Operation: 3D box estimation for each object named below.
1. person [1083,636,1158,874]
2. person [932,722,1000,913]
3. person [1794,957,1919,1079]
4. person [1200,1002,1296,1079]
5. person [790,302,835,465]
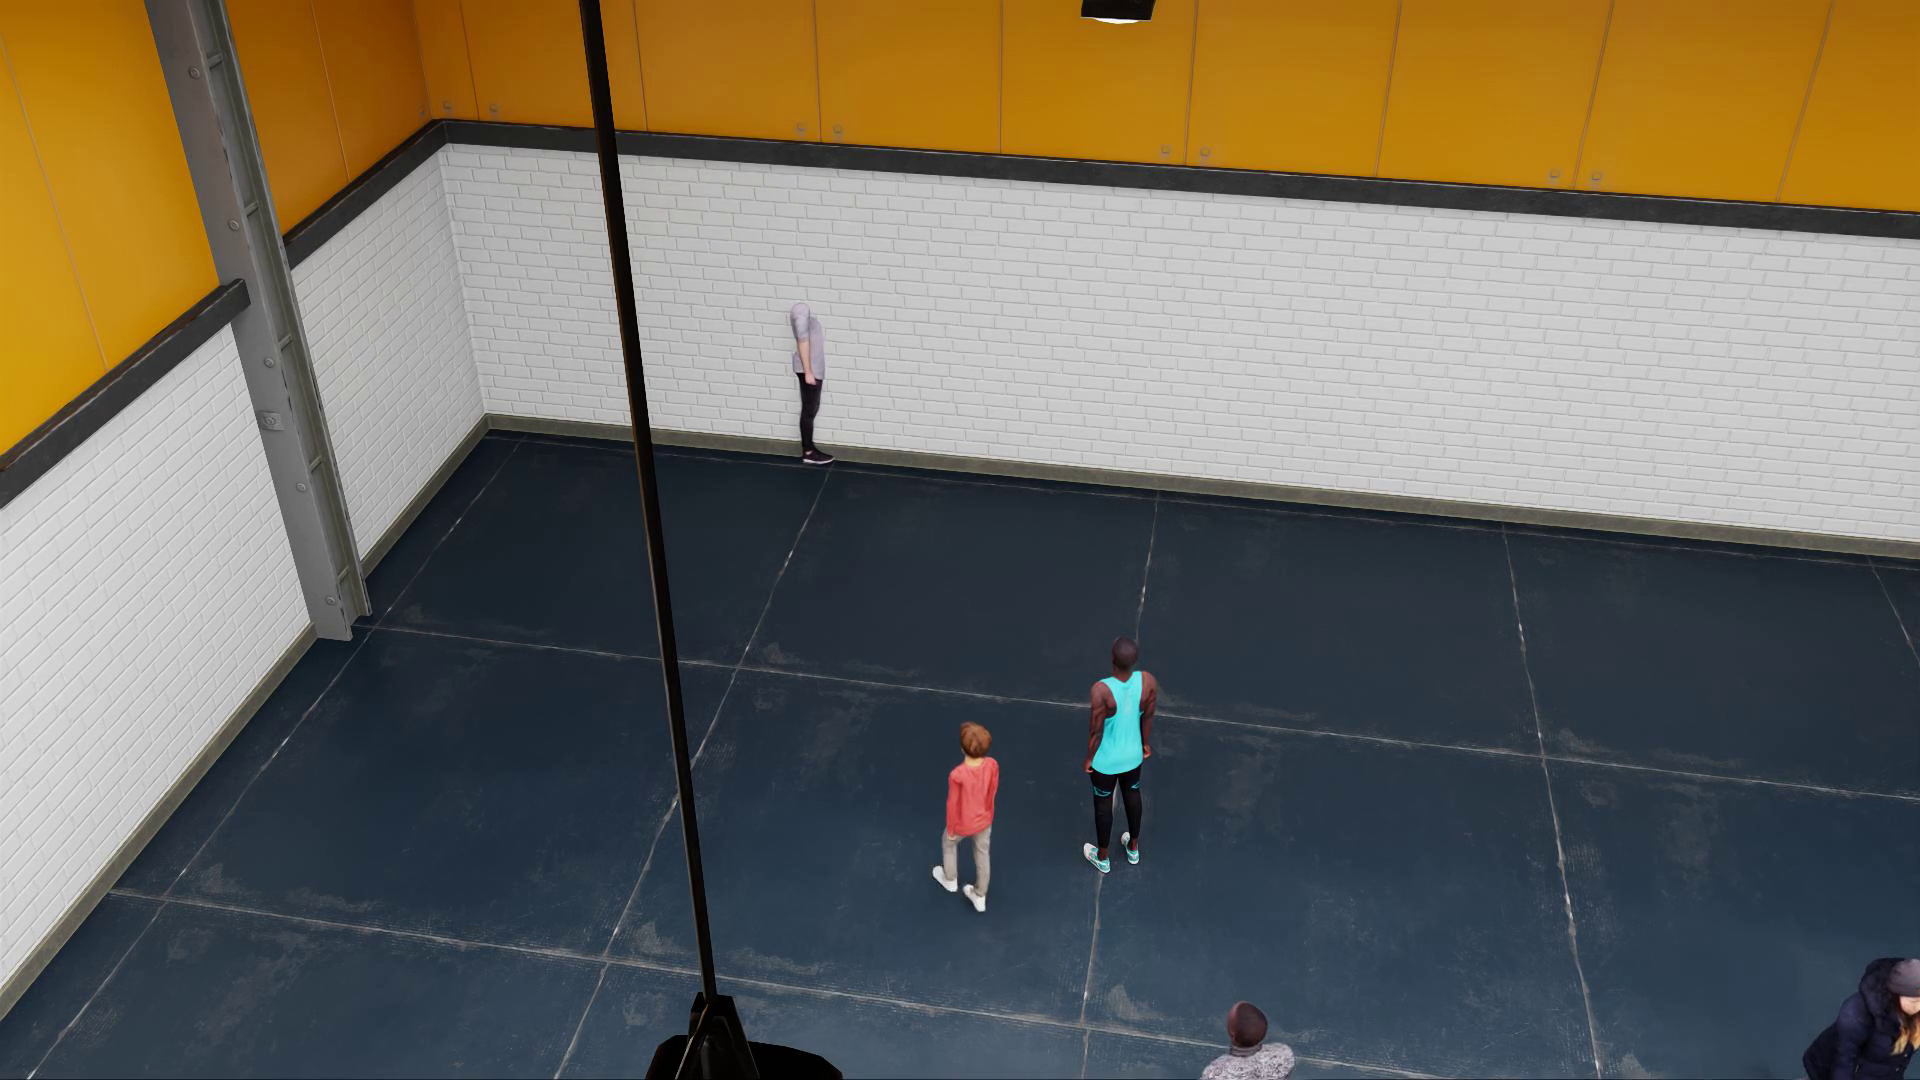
[{"bbox_3d":[1.005,1.366,10.616,0.697,1.810,0.695,-11,35,-16],"label":"person"},{"bbox_3d":[0.099,1.771,10.372,0.735,1.405,0.808,-16,37,-23],"label":"person"},{"bbox_3d":[4.682,2.698,8.777,0.919,1.626,1.130,-8,34,-12],"label":"person"},{"bbox_3d":[1.397,3.020,8.141,1.111,1.796,1.300,-13,36,-18],"label":"person"},{"bbox_3d":[-1.364,-1.591,15.042,0.757,1.835,0.570,1,34,2],"label":"person"}]
